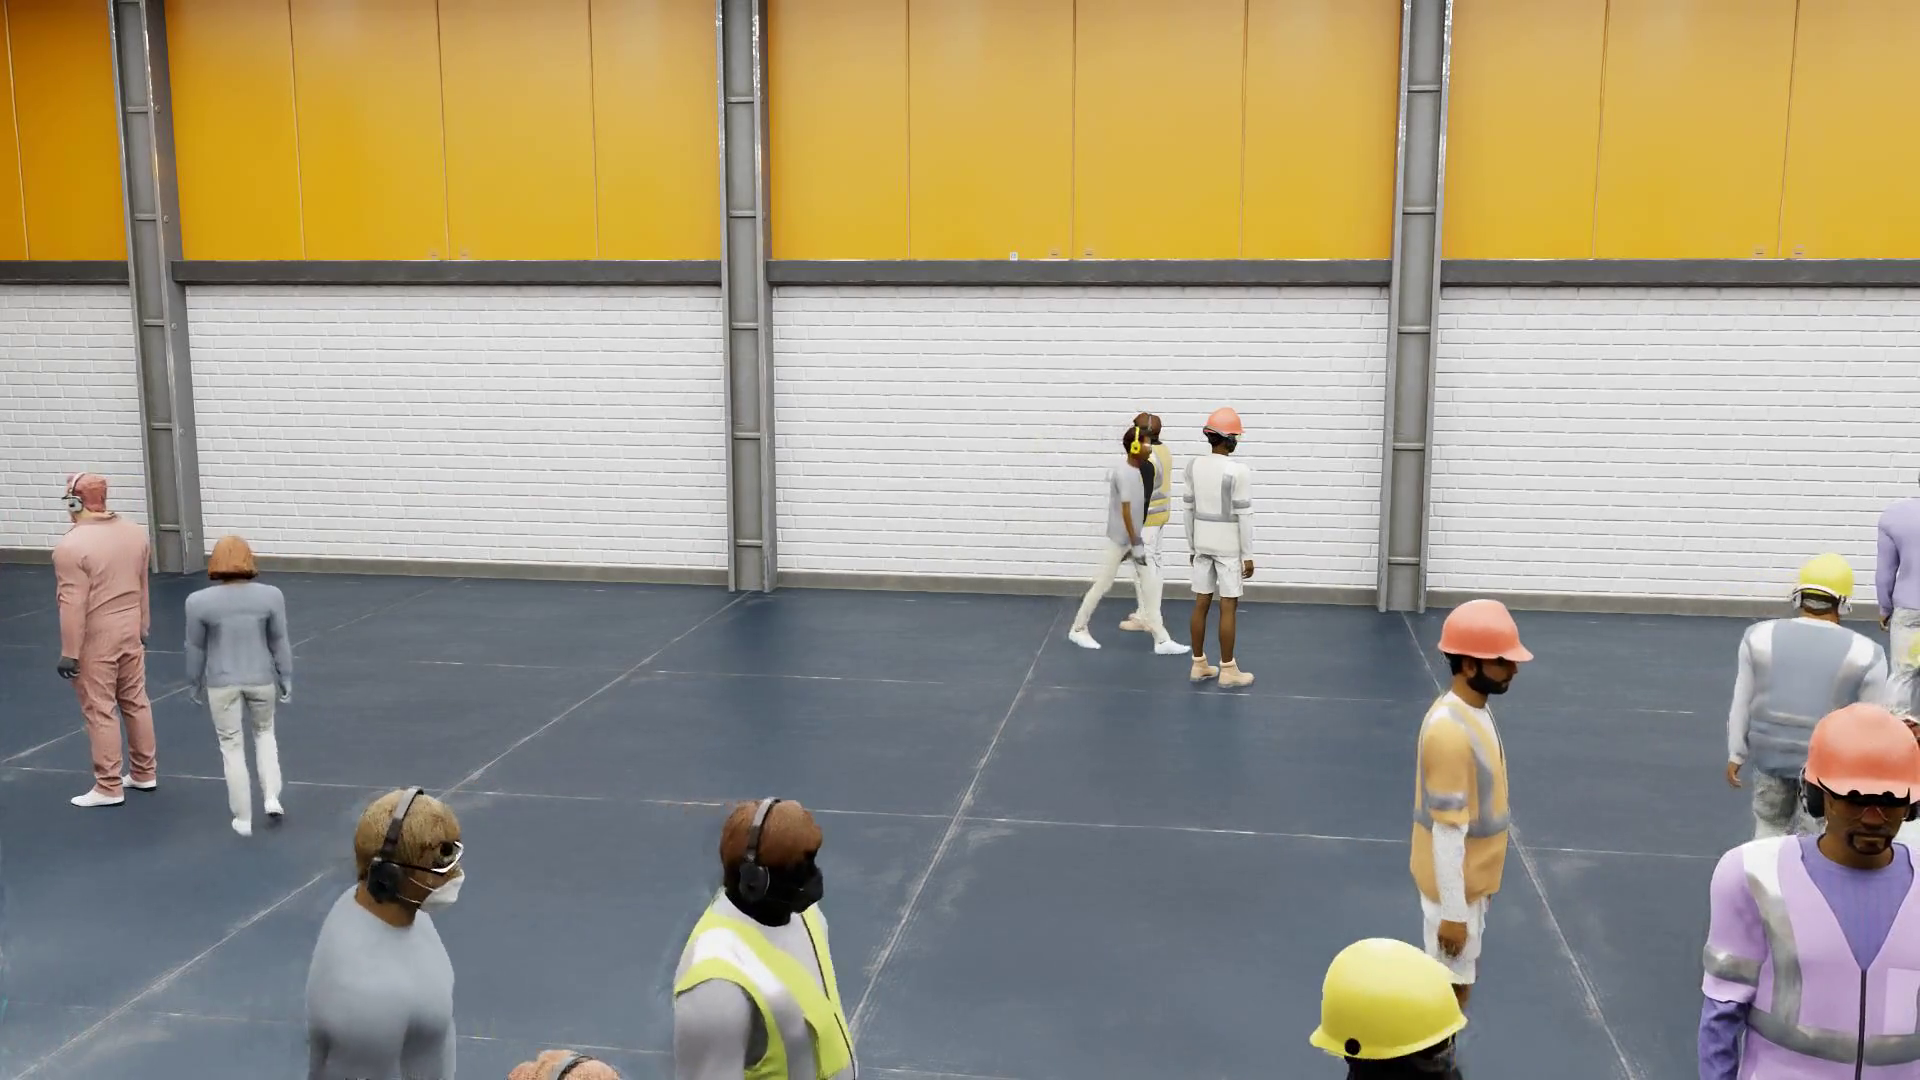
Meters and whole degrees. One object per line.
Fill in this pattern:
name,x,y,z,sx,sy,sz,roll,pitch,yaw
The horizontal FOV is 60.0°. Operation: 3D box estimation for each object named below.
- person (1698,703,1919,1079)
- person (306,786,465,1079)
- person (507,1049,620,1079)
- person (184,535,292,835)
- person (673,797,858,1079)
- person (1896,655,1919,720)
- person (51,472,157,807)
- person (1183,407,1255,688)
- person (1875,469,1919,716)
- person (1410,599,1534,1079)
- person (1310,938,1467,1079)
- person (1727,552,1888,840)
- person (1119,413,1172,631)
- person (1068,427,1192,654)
person,2.080,1.383,3.961,0.607,2.044,0.374,2,9,10
person,-1.387,1.480,3.841,0.921,1.904,0.647,-3,10,-16
person,-0.715,1.738,3.155,0.859,1.592,0.513,4,10,24
person,-3.886,0.780,8.973,0.515,1.615,0.365,-6,11,-32
person,-0.523,1.486,4.100,0.899,1.804,0.624,1,9,5
person,3.258,1.206,5.510,0.863,1.885,0.613,7,12,38
person,-4.893,0.560,9.464,0.403,1.904,0.652,2,9,13
person,1.904,0.054,12.156,0.370,2.044,0.608,-8,12,-42
person,5.895,0.439,10.108,0.631,1.939,0.372,9,13,43
person,1.739,1.152,5.713,0.364,1.937,0.548,4,10,23
person,0.829,1.647,2.856,0.591,1.877,0.916,-4,10,-25
person,3.712,0.955,7.287,0.625,1.813,0.438,7,12,38
person,1.560,-0.158,14.077,0.429,1.847,0.627,4,10,21
person,1.320,0.005,13.208,1.031,1.812,0.526,5,11,29
